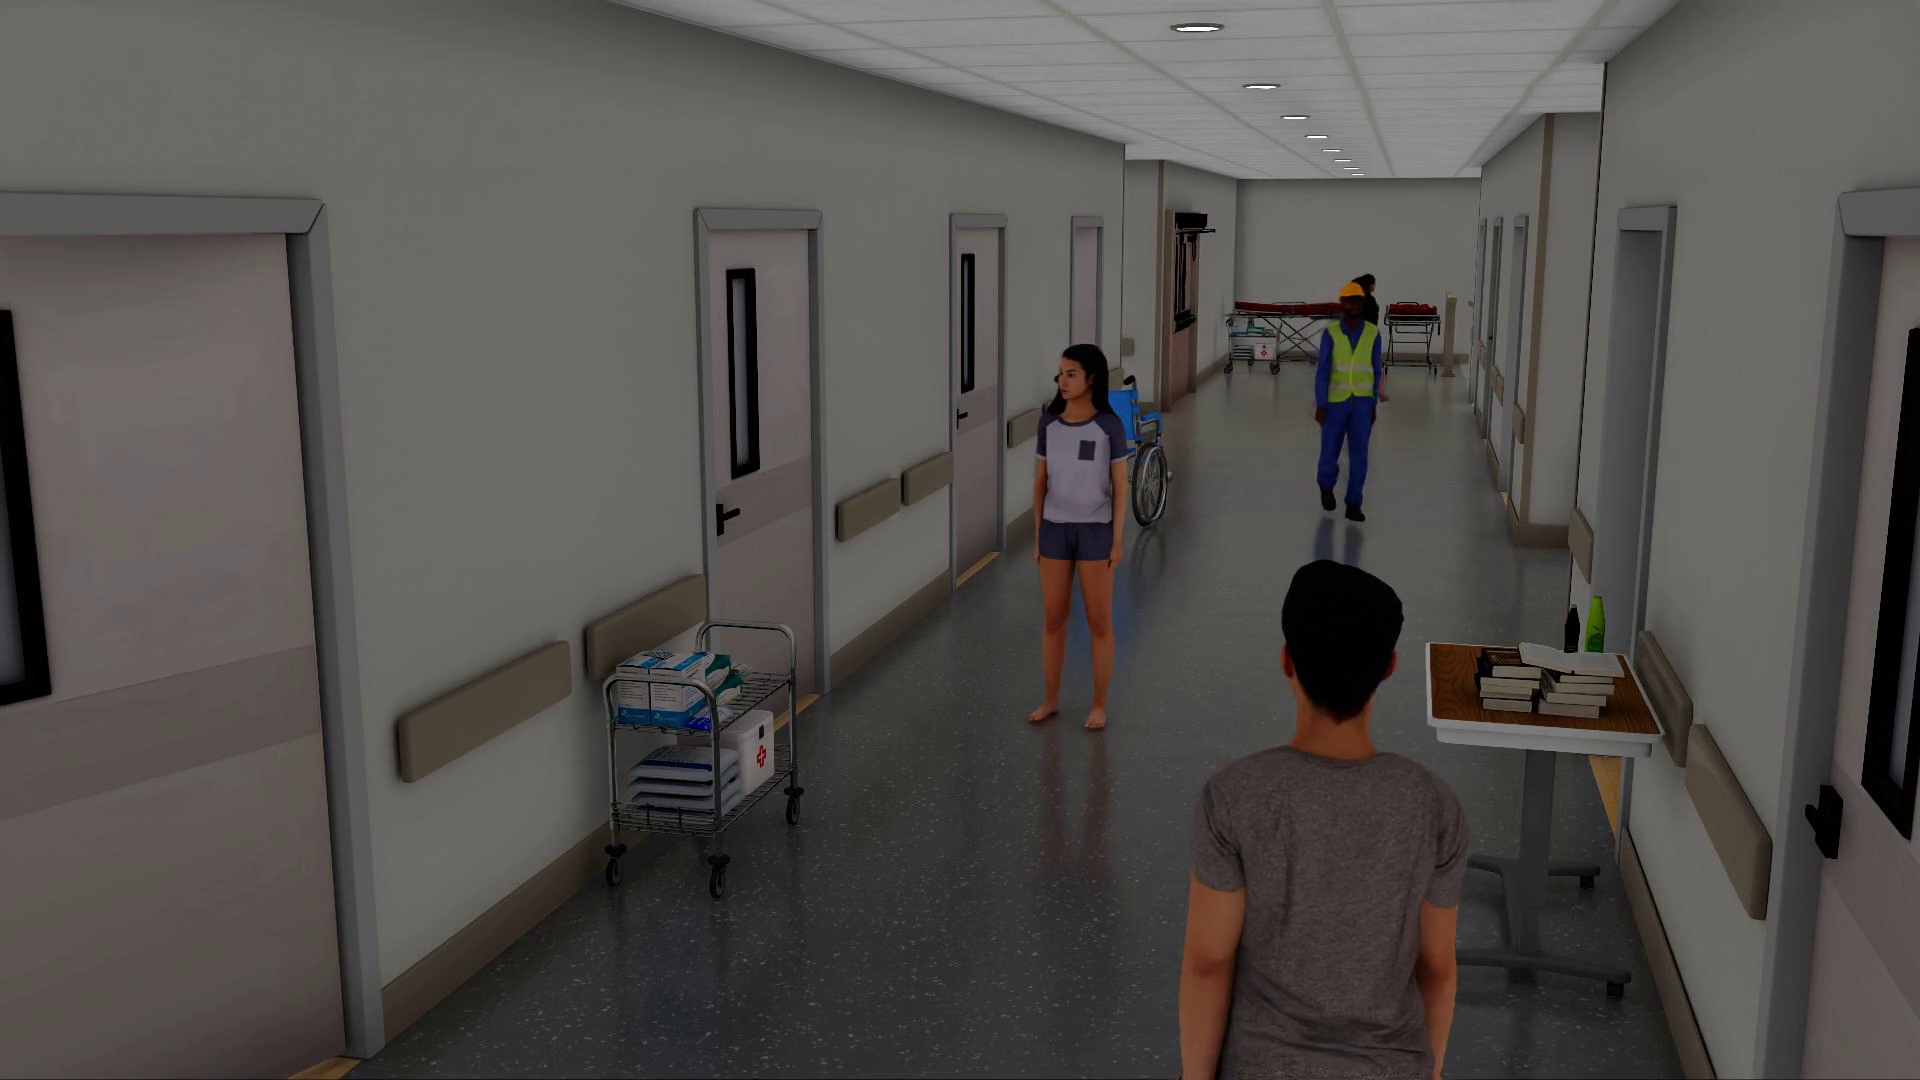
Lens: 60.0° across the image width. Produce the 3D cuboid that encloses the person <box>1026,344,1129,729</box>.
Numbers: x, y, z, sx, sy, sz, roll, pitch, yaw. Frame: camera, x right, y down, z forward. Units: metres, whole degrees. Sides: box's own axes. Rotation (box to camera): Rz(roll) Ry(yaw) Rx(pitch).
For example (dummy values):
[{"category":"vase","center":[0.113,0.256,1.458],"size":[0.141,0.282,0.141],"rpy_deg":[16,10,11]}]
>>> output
[{"category":"person","center":[0.533,-0.019,7.477],"size":[0.613,1.731,0.551],"rpy_deg":[5,12,23]}]

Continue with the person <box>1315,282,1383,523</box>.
[{"category":"person","center":[2.959,-1.059,12.810],"size":[0.872,1.786,1.225],"rpy_deg":[0,11,1]}]

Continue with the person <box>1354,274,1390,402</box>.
[{"category":"person","center":[5.013,-2.501,20.851],"size":[0.897,1.621,0.833],"rpy_deg":[-6,13,-31]}]

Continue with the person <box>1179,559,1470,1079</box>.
[{"category":"person","center":[0.575,0.906,2.682],"size":[0.680,1.702,0.839],"rpy_deg":[1,11,7]}]
